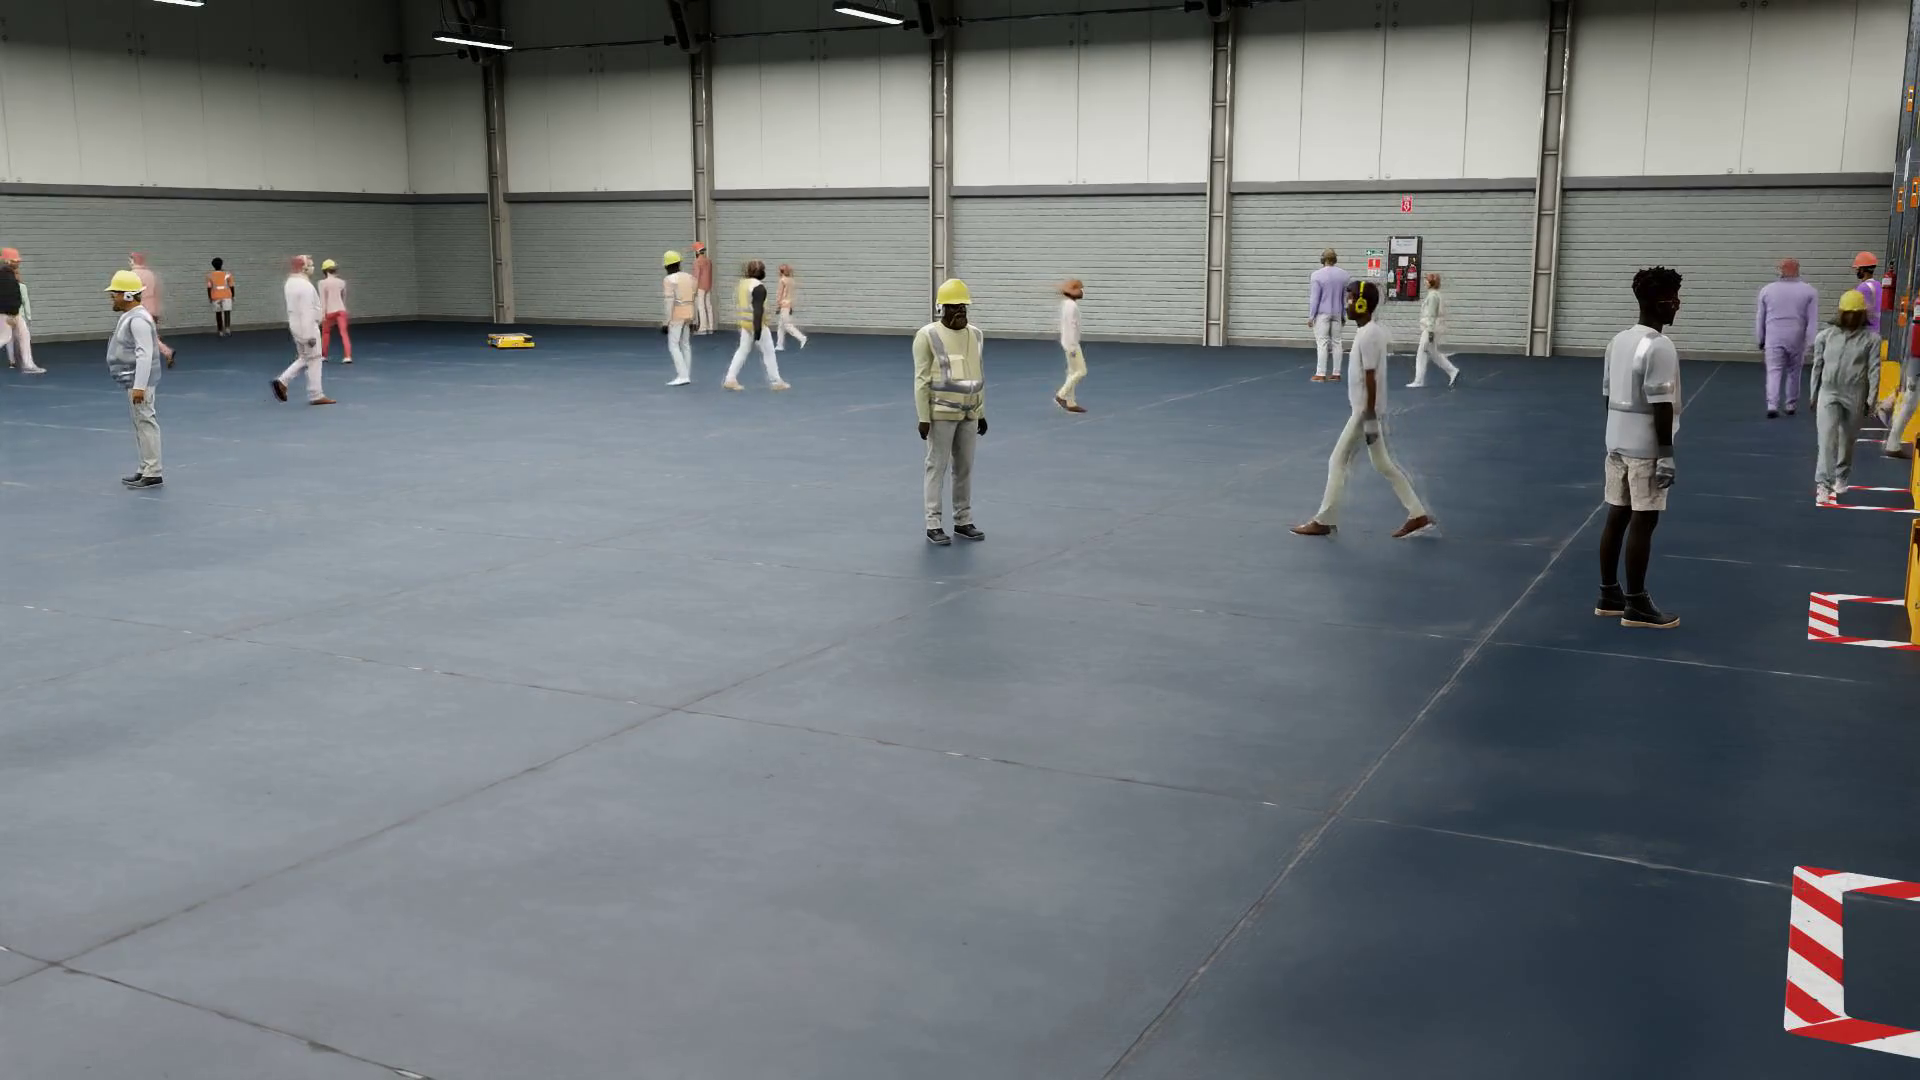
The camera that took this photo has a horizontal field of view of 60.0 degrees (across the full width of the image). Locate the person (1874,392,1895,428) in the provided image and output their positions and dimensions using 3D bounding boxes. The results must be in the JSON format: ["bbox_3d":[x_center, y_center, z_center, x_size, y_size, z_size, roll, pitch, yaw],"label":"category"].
[{"bbox_3d":[10.608,-2.033,18.478,0.839,1.606,0.517,1,10,7],"label":"person"}]

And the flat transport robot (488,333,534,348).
[{"bbox_3d":[-8.600,-3.822,31.805,0.652,0.197,1.431,-5,11,-23],"label":"flat transport robot"}]

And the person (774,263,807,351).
[{"bbox_3d":[-3.160,-4.288,30.649,0.667,1.623,0.511,2,11,9],"label":"person"}]

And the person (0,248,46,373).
[{"bbox_3d":[-14.690,-3.507,25.537,0.906,1.956,0.628,-2,11,-11],"label":"person"}]

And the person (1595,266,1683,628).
[{"bbox_3d":[3.740,-0.508,9.114,0.368,1.963,0.602,-1,10,-6],"label":"person"}]

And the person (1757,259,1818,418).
[{"bbox_3d":[9.720,-2.360,19.571,0.642,1.866,0.955,5,12,25],"label":"person"}]

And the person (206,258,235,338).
[{"bbox_3d":[-15.461,-5.068,34.795,0.540,1.666,0.830,-4,11,-21],"label":"person"}]

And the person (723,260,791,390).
[{"bbox_3d":[-2.845,-2.945,22.866,0.944,1.801,0.639,-6,12,-31],"label":"person"}]

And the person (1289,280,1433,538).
[{"bbox_3d":[2.883,-0.908,11.690,0.973,1.828,0.546,4,11,20],"label":"person"}]

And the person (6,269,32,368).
[{"bbox_3d":[-15.236,-3.582,26.811,0.504,1.642,0.336,-1,10,-6],"label":"person"}]

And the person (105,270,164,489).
[{"bbox_3d":[-6.964,-1.347,14.041,0.403,1.835,0.588,-6,12,-30],"label":"person"}]

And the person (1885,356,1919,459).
[{"bbox_3d":[9.164,-1.525,15.643,0.766,1.601,0.523,7,12,32],"label":"person"}]

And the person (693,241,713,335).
[{"bbox_3d":[-5.564,-5.420,35.821,0.401,1.989,0.623,5,11,25],"label":"person"}]

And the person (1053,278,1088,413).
[{"bbox_3d":[1.361,-2.315,19.863,0.339,1.620,0.530,0,10,1],"label":"person"}]

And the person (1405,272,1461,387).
[{"bbox_3d":[6.643,-2.926,23.243,0.669,1.615,0.520,4,11,19],"label":"person"}]

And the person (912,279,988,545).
[{"bbox_3d":[-0.045,-0.888,11.542,0.600,1.831,0.404,-8,13,-39],"label":"person"}]

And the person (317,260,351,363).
[{"bbox_3d":[-10.504,-3.817,27.828,0.933,1.710,0.537,9,14,40],"label":"person"}]

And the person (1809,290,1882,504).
[{"bbox_3d":[7.162,-1.178,13.483,0.494,1.707,0.860,5,12,27],"label":"person"}]

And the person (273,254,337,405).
[{"bbox_3d":[-8.245,-2.623,20.839,0.642,1.891,0.661,-9,14,-41],"label":"person"}]

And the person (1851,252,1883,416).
[{"bbox_3d":[10.683,-2.438,19.716,0.376,1.934,0.548,10,14,42],"label":"person"}]

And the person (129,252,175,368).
[{"bbox_3d":[-12.879,-3.618,26.359,0.847,1.876,0.652,1,10,6],"label":"person"}]

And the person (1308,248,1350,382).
[{"bbox_3d":[5.354,-3.259,24.189,0.632,1.936,0.359,-3,11,-18],"label":"person"}]

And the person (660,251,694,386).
[{"bbox_3d":[-4.009,-3.147,23.689,0.490,1.898,0.802,5,12,27],"label":"person"}]
